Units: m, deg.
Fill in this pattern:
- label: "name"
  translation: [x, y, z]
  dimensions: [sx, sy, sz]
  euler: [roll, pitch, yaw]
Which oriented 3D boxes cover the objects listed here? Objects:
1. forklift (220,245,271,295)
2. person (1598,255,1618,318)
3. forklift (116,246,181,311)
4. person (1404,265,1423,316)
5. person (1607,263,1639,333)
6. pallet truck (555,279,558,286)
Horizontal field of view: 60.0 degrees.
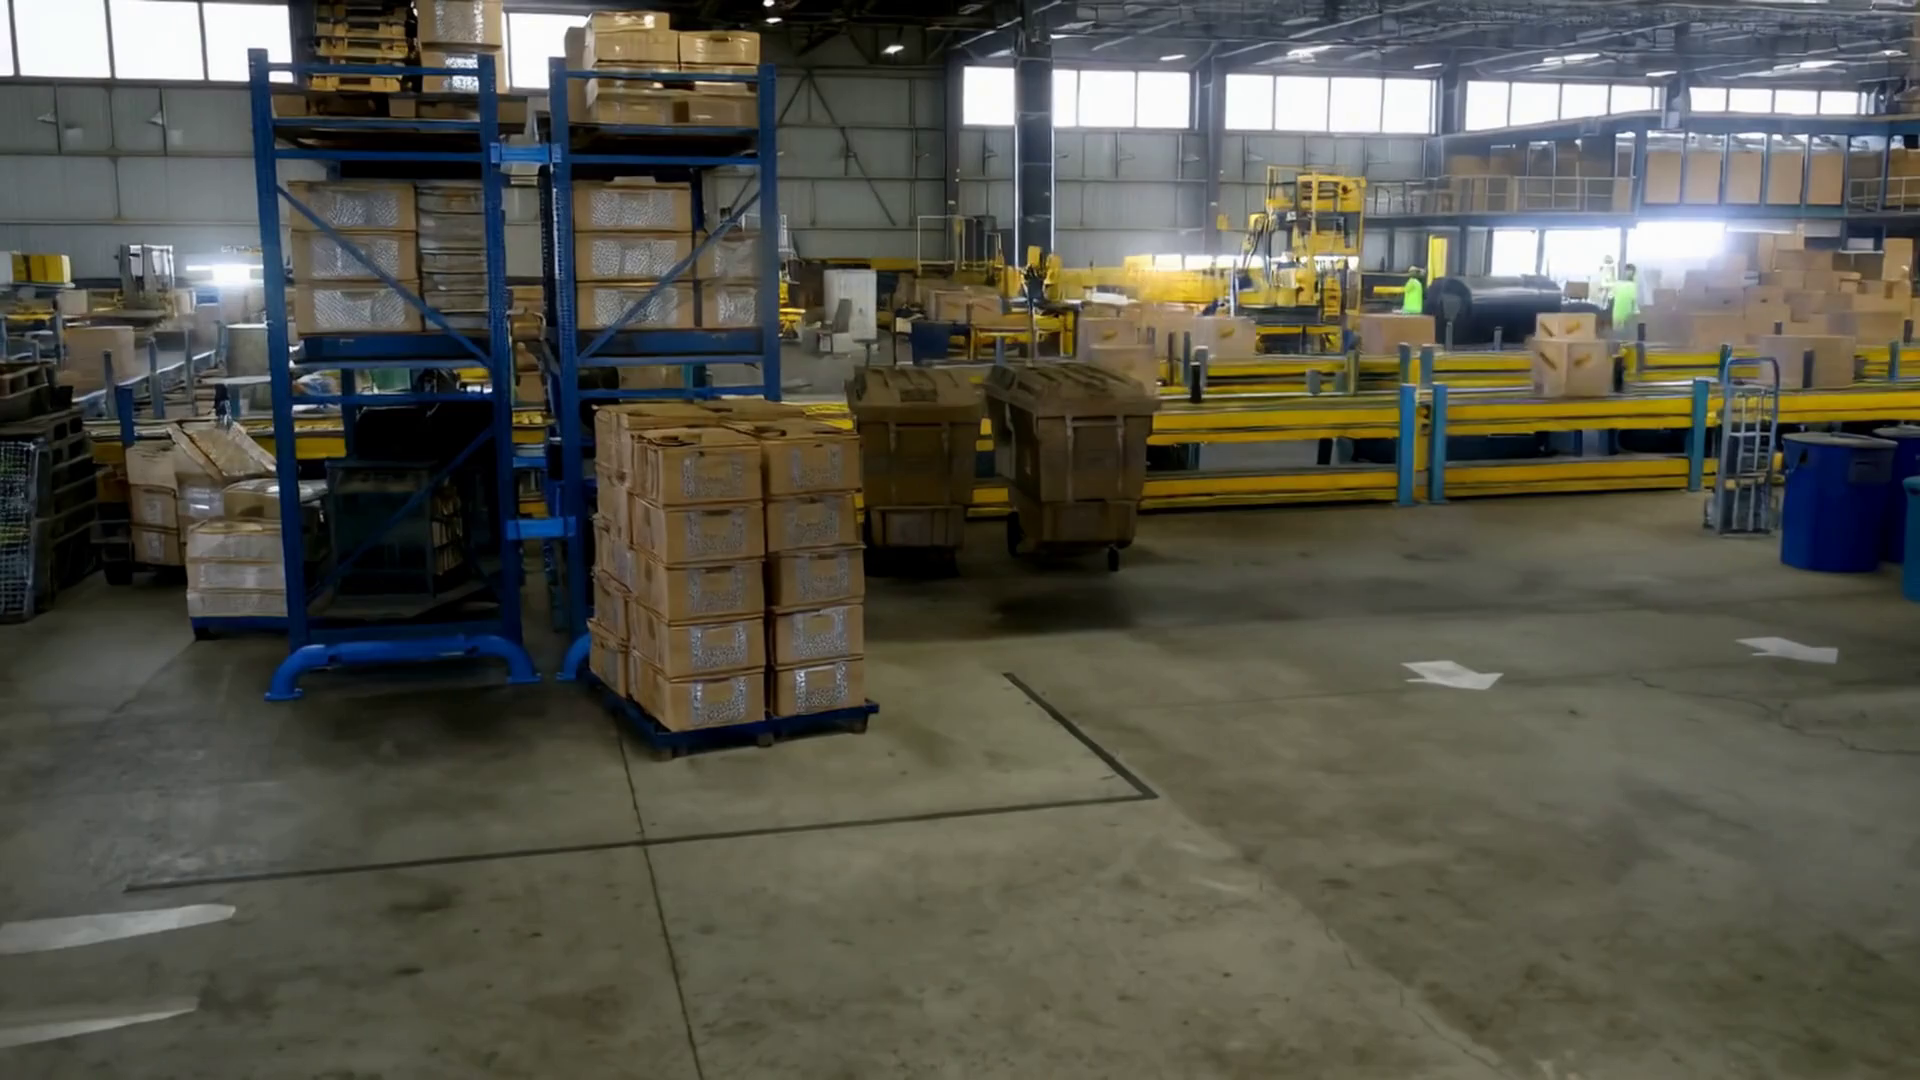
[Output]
- label: "forklift"
  translation: [-17.749, -6.334, 41.440]
  dimensions: [1.157, 1.987, 2.680]
  euler: [-3, 10, -17]
- label: "person"
  translation: [19.188, -7.487, 49.231]
  dimensions: [0.577, 1.869, 0.579]
  euler: [0, 10, -3]
- label: "forklift"
  translation: [-19.966, -6.232, 40.894]
  dimensions: [1.157, 1.987, 2.680]
  euler: [-3, 10, -15]
- label: "person"
  translation: [8.776, -4.428, 32.185]
  dimensions: [0.533, 1.767, 0.327]
  euler: [-9, 13, -41]
- label: "person"
  translation: [10.889, -3.591, 27.190]
  dimensions: [0.390, 1.856, 0.514]
  euler: [-4, 11, -22]
- label: "pallet truck"
  translation: [-10.604, -6.375, 44.520]
  dimensions: [0.653, 1.274, 1.630]
  euler: [-3, 10, -15]
